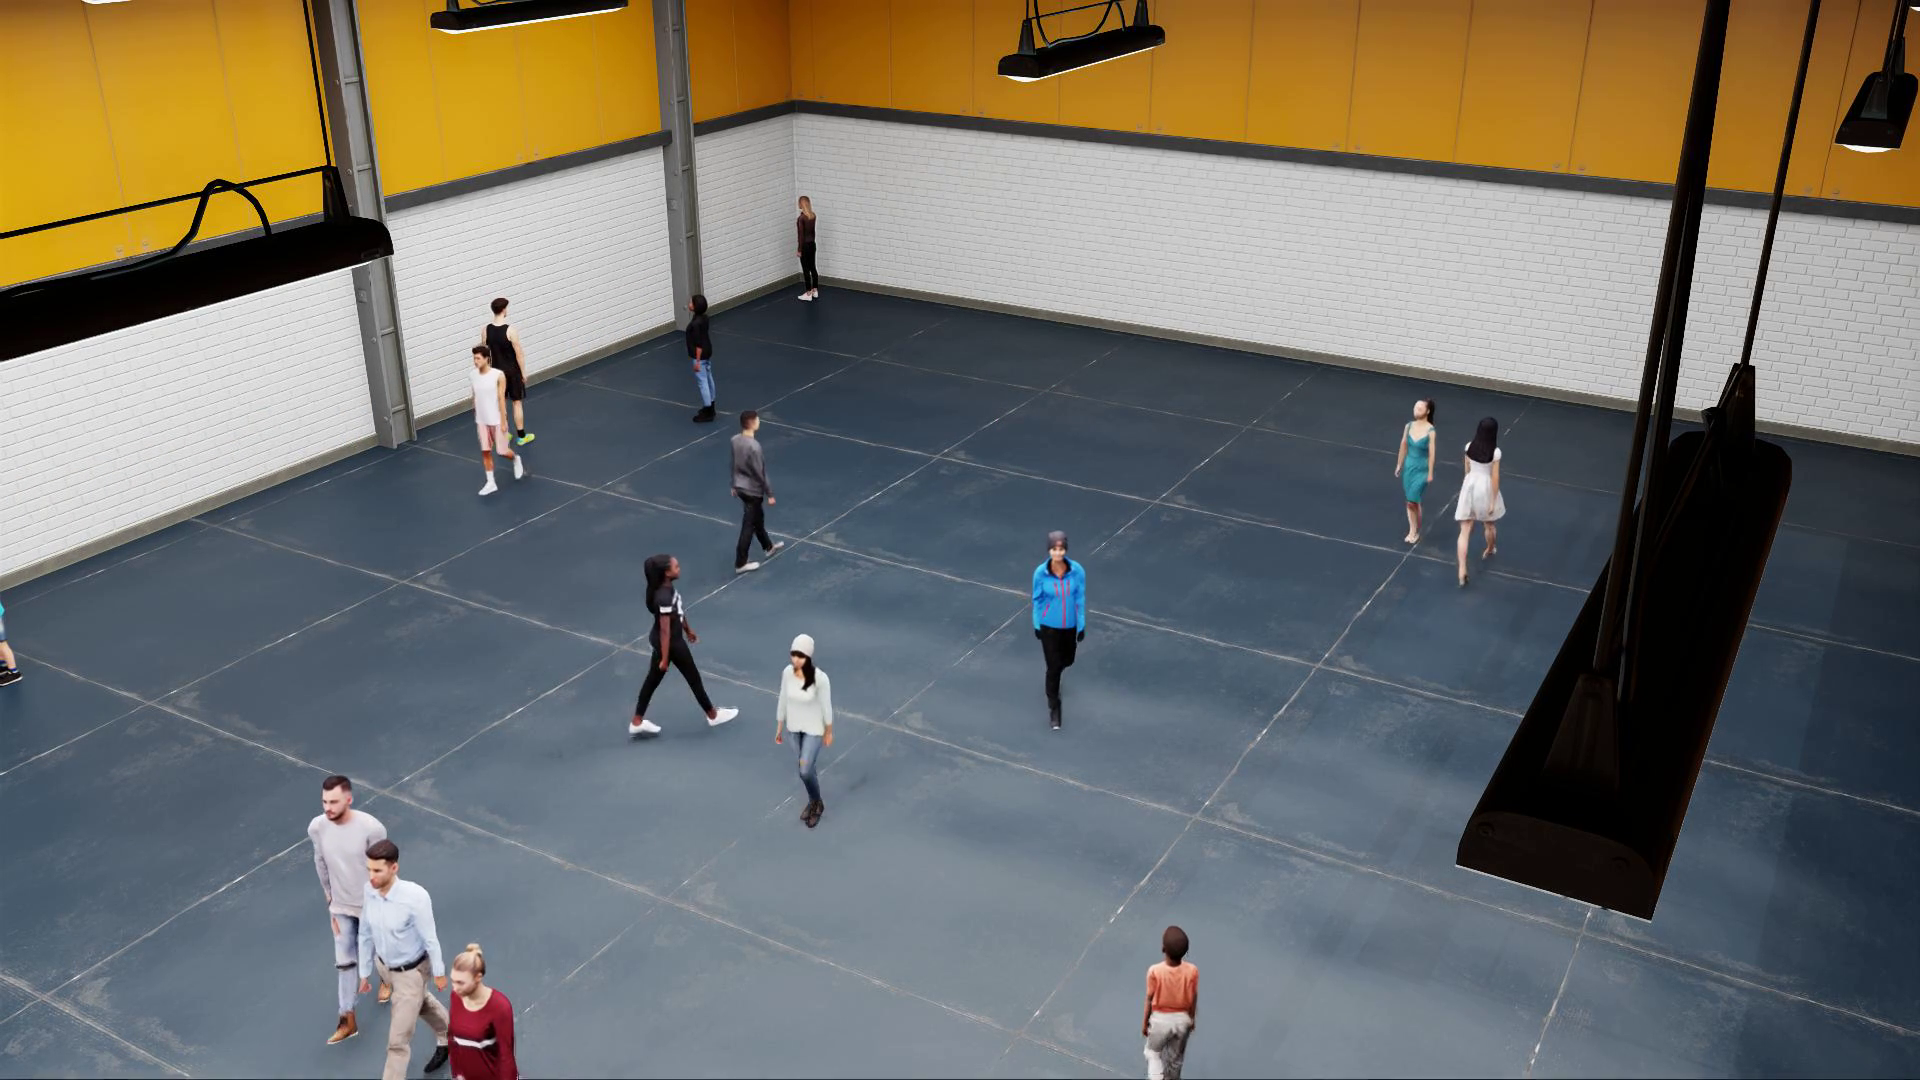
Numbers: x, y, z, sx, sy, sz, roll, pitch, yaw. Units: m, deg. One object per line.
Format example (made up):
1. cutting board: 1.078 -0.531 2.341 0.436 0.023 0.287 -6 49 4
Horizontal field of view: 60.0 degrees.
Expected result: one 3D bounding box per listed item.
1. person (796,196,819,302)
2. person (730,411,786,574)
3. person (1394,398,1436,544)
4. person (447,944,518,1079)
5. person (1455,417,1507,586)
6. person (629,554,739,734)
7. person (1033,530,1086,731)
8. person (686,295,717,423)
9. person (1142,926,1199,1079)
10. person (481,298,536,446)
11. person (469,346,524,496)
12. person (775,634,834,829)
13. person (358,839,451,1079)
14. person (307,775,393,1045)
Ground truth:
1. person: -2.513 -4.807 27.353 0.668 1.703 0.431 12 26 26
2. person: -2.267 -0.479 17.410 1.047 1.735 0.820 -20 31 -39
3. person: 5.025 -0.750 18.109 0.724 1.673 0.664 -15 28 -31
4. person: -2.643 3.024 9.461 0.717 1.685 0.905 9 25 19
5. person: 5.300 -0.372 17.166 0.685 1.736 1.142 17 29 34
6. person: -2.575 0.932 14.255 1.216 1.678 1.108 -8 25 -17
7. person: 0.872 0.732 14.596 0.984 1.771 1.179 -1 24 -1
8. person: -3.383 -2.397 21.842 0.709 1.701 0.589 4 24 9
9. person: 1.290 2.951 10.106 0.631 1.302 0.731 0 24 0
10. person: -5.726 -2.120 20.971 0.764 1.891 0.729 3 24 7
11. person: -5.450 -1.434 19.553 0.786 1.769 1.022 7 25 16
12. person: -1.178 1.453 13.115 0.578 1.636 0.591 14 27 28
13. person: -3.377 2.615 10.253 0.742 1.799 1.233 10 26 22
14. person: -3.917 2.311 10.948 1.013 1.801 1.214 1 24 2
